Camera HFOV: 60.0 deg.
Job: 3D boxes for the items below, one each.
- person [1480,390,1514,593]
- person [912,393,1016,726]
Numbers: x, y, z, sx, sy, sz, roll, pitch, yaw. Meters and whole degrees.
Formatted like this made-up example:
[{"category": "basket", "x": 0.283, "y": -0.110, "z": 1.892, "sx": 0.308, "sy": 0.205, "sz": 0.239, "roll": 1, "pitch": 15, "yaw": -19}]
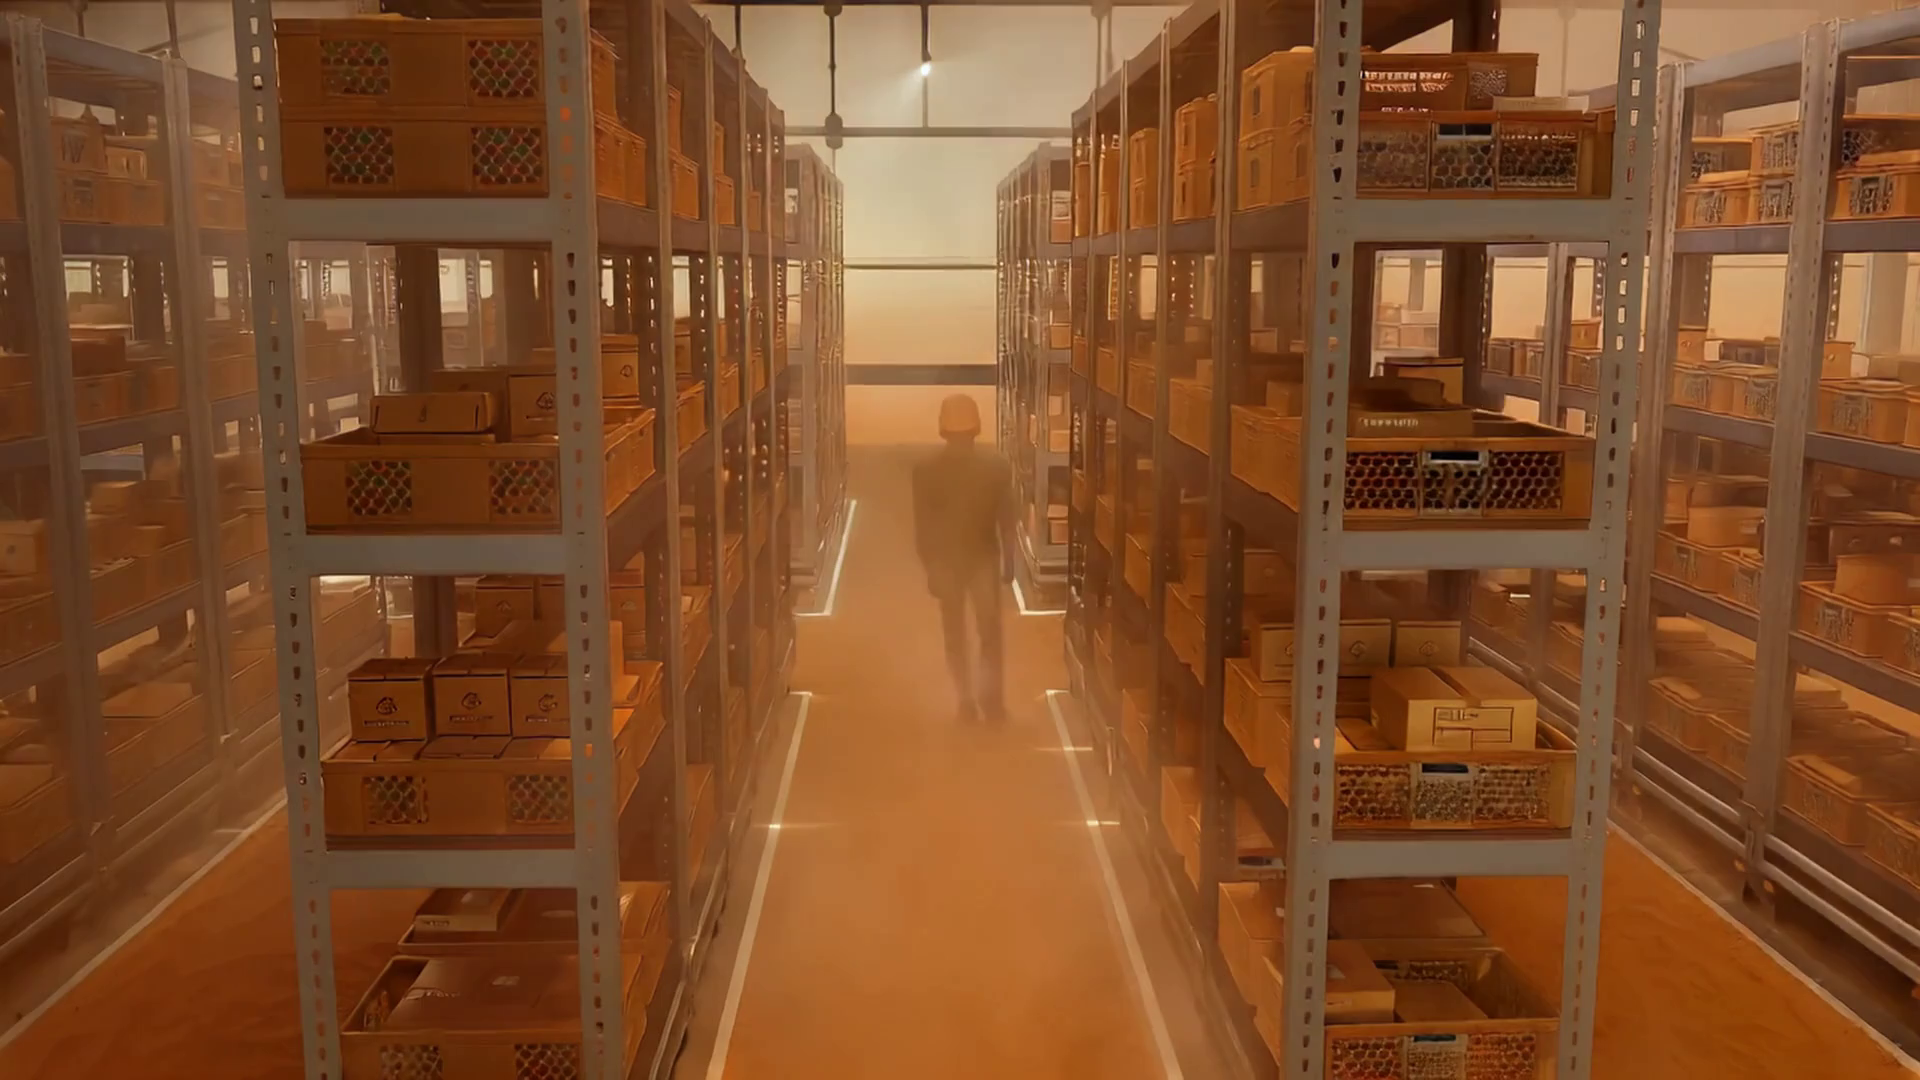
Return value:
[{"category": "person", "x": 3.843, "y": -0.180, "z": 11.990, "sx": 0.917, "sy": 1.800, "sz": 0.600, "roll": 2, "pitch": 10, "yaw": 14}, {"category": "person", "x": 0.036, "y": 0.124, "z": 9.666, "sx": 0.617, "sy": 1.962, "sz": 0.689, "roll": -1, "pitch": 9, "yaw": -7}]
